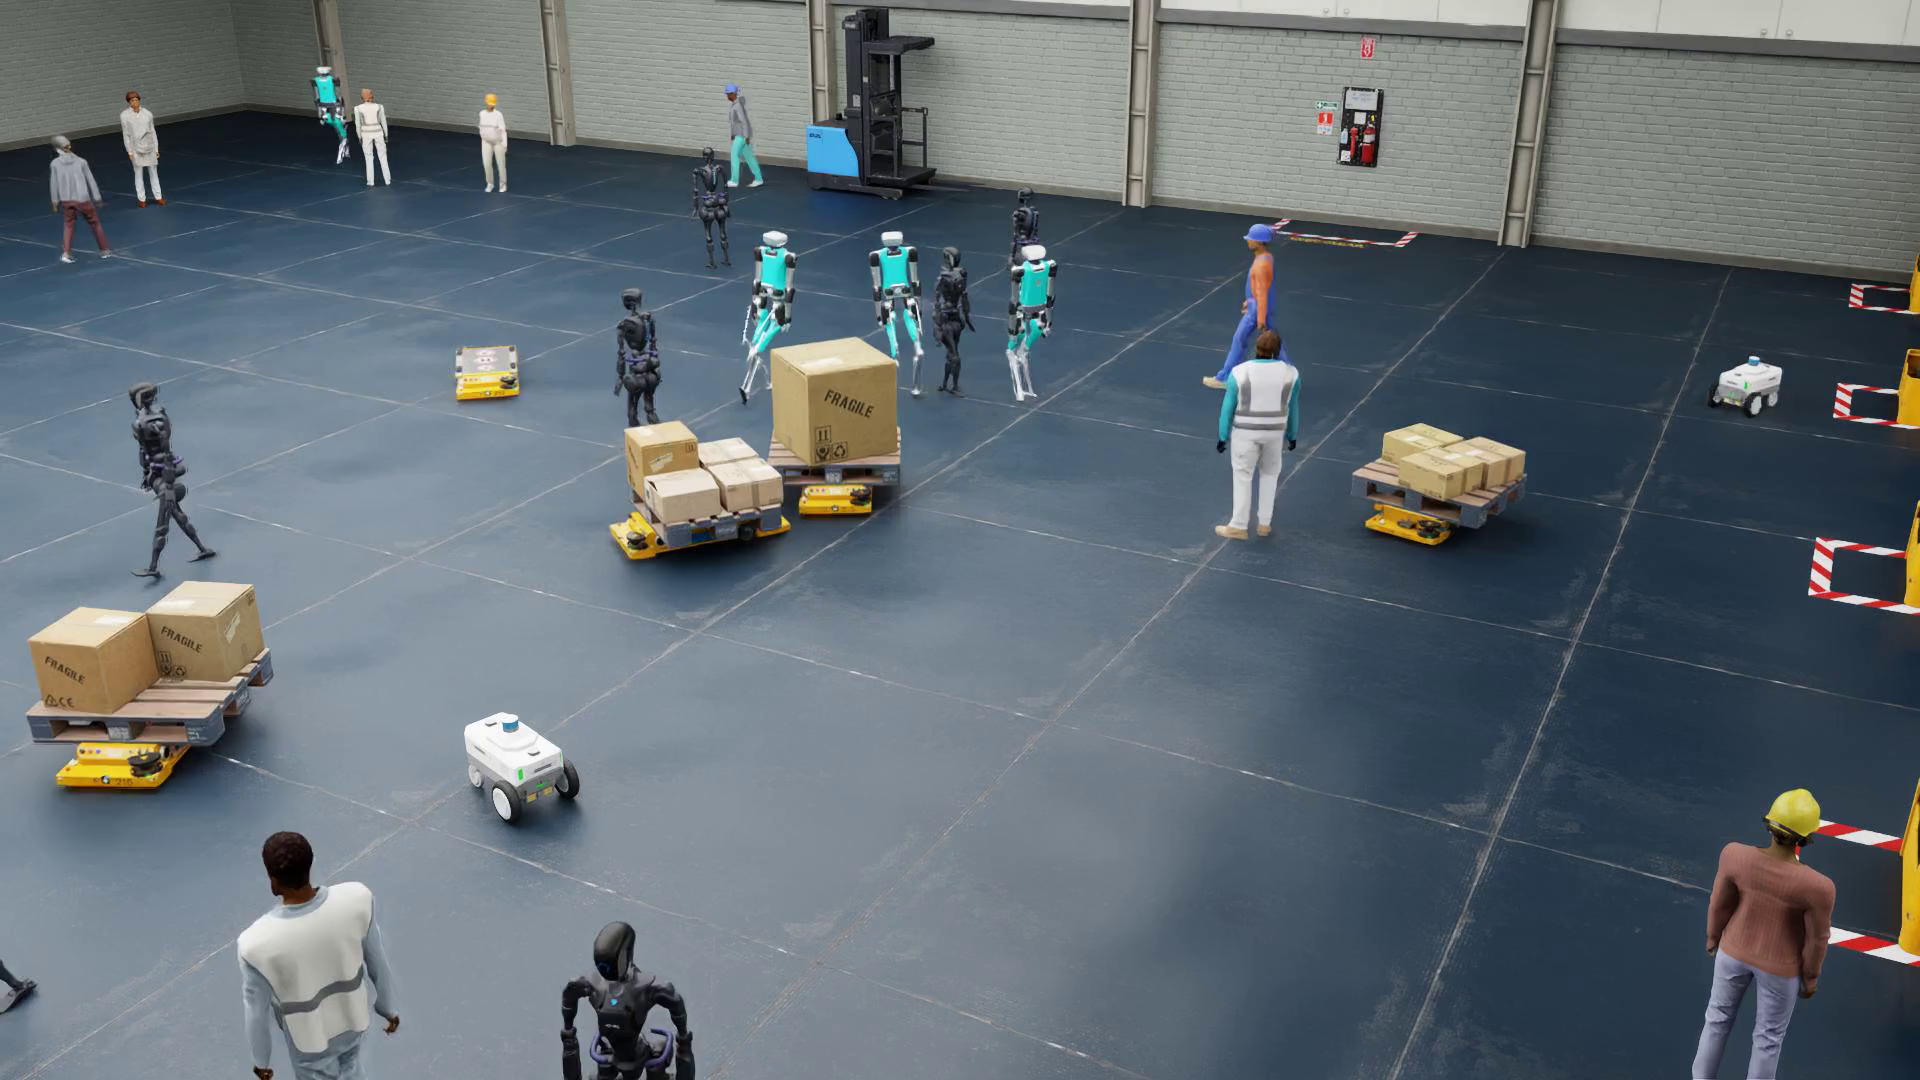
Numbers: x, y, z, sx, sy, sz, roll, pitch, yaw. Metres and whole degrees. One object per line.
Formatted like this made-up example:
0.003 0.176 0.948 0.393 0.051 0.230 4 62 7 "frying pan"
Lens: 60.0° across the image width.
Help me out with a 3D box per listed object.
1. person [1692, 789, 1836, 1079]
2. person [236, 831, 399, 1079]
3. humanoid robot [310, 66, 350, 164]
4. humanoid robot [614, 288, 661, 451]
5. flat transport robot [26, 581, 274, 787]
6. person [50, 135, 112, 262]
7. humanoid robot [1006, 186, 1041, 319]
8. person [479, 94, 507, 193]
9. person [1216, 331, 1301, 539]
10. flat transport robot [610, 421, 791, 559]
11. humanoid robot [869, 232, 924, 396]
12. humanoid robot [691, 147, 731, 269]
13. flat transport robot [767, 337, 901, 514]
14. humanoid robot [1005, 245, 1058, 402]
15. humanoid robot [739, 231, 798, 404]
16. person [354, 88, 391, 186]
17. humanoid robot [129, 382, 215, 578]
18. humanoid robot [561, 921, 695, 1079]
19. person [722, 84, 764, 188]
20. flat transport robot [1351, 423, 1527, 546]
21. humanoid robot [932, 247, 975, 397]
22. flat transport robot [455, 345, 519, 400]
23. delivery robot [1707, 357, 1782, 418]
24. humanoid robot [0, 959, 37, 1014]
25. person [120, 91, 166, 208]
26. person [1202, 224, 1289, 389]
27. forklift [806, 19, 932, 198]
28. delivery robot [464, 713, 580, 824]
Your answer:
3.734 1.941 7.747 0.522 1.768 0.310 20 31 39 "person"
-2.796 2.087 7.233 0.623 1.906 0.617 21 31 39 "person"
-11.462 -7.863 30.628 0.544 1.761 0.971 1 23 1 "humanoid robot"
-3.147 -1.646 16.215 0.496 1.654 0.585 12 26 26 "humanoid robot"
-5.439 1.233 11.293 0.659 0.231 1.431 1 23 2 "flat transport robot"
-12.487 -4.828 23.494 0.644 1.779 0.602 -7 24 -16 "person"
0.779 -3.589 20.757 0.633 1.636 0.589 15 27 31 "humanoid robot"
-7.790 -6.637 27.841 0.486 1.660 0.529 1 23 1 "person"
2.562 -0.895 14.288 0.669 1.822 0.433 -1 23 -2 "person"
-2.242 -0.126 14.455 1.431 0.231 0.659 -11 26 -24 "flat transport robot"
-0.630 -2.369 17.854 0.564 1.782 0.880 -5 24 -12 "humanoid robot"
-3.459 -4.634 23.155 0.599 1.653 0.315 -16 28 -32 "humanoid robot"
-1.157 -0.586 15.528 0.659 0.231 1.431 -1 23 -2 "flat transport robot"
0.649 -2.306 17.687 0.556 1.788 0.795 -12 26 -27 "humanoid robot"
-2.179 -2.355 17.806 0.559 1.765 0.970 14 27 29 "humanoid robot"
-10.051 -6.894 28.484 0.516 1.632 0.310 -10 25 -22 "person"
-6.581 -0.506 13.596 0.600 1.625 0.758 20 31 39 "humanoid robot"
-1.399 2.302 7.067 0.610 1.625 0.772 2 23 5 "humanoid robot"
-3.752 -6.847 28.244 0.810 1.728 0.563 -3 23 -6 "person"
4.269 -0.307 14.877 0.659 0.231 1.431 19 29 37 "flat transport robot"
-0.069 -2.345 17.848 0.495 1.643 0.598 16 28 32 "humanoid robot"
-5.274 -1.881 18.542 0.659 0.231 1.431 -6 24 -14 "flat transport robot"
8.357 -1.652 17.615 0.753 0.570 0.499 -16 28 -32 "delivery robot"
-5.098 1.786 8.262 0.616 1.627 0.752 12 26 27 "humanoid robot"
-13.222 -6.318 26.895 0.500 1.833 0.366 -17 28 -34 "person"
3.226 -2.500 17.979 1.011 1.860 0.520 9 25 20 "person"
-1.573 -7.292 27.850 1.873 2.768 1.129 12 26 25 "forklift"
-2.813 1.398 10.542 0.499 0.592 0.774 -21 31 -40 "delivery robot"
